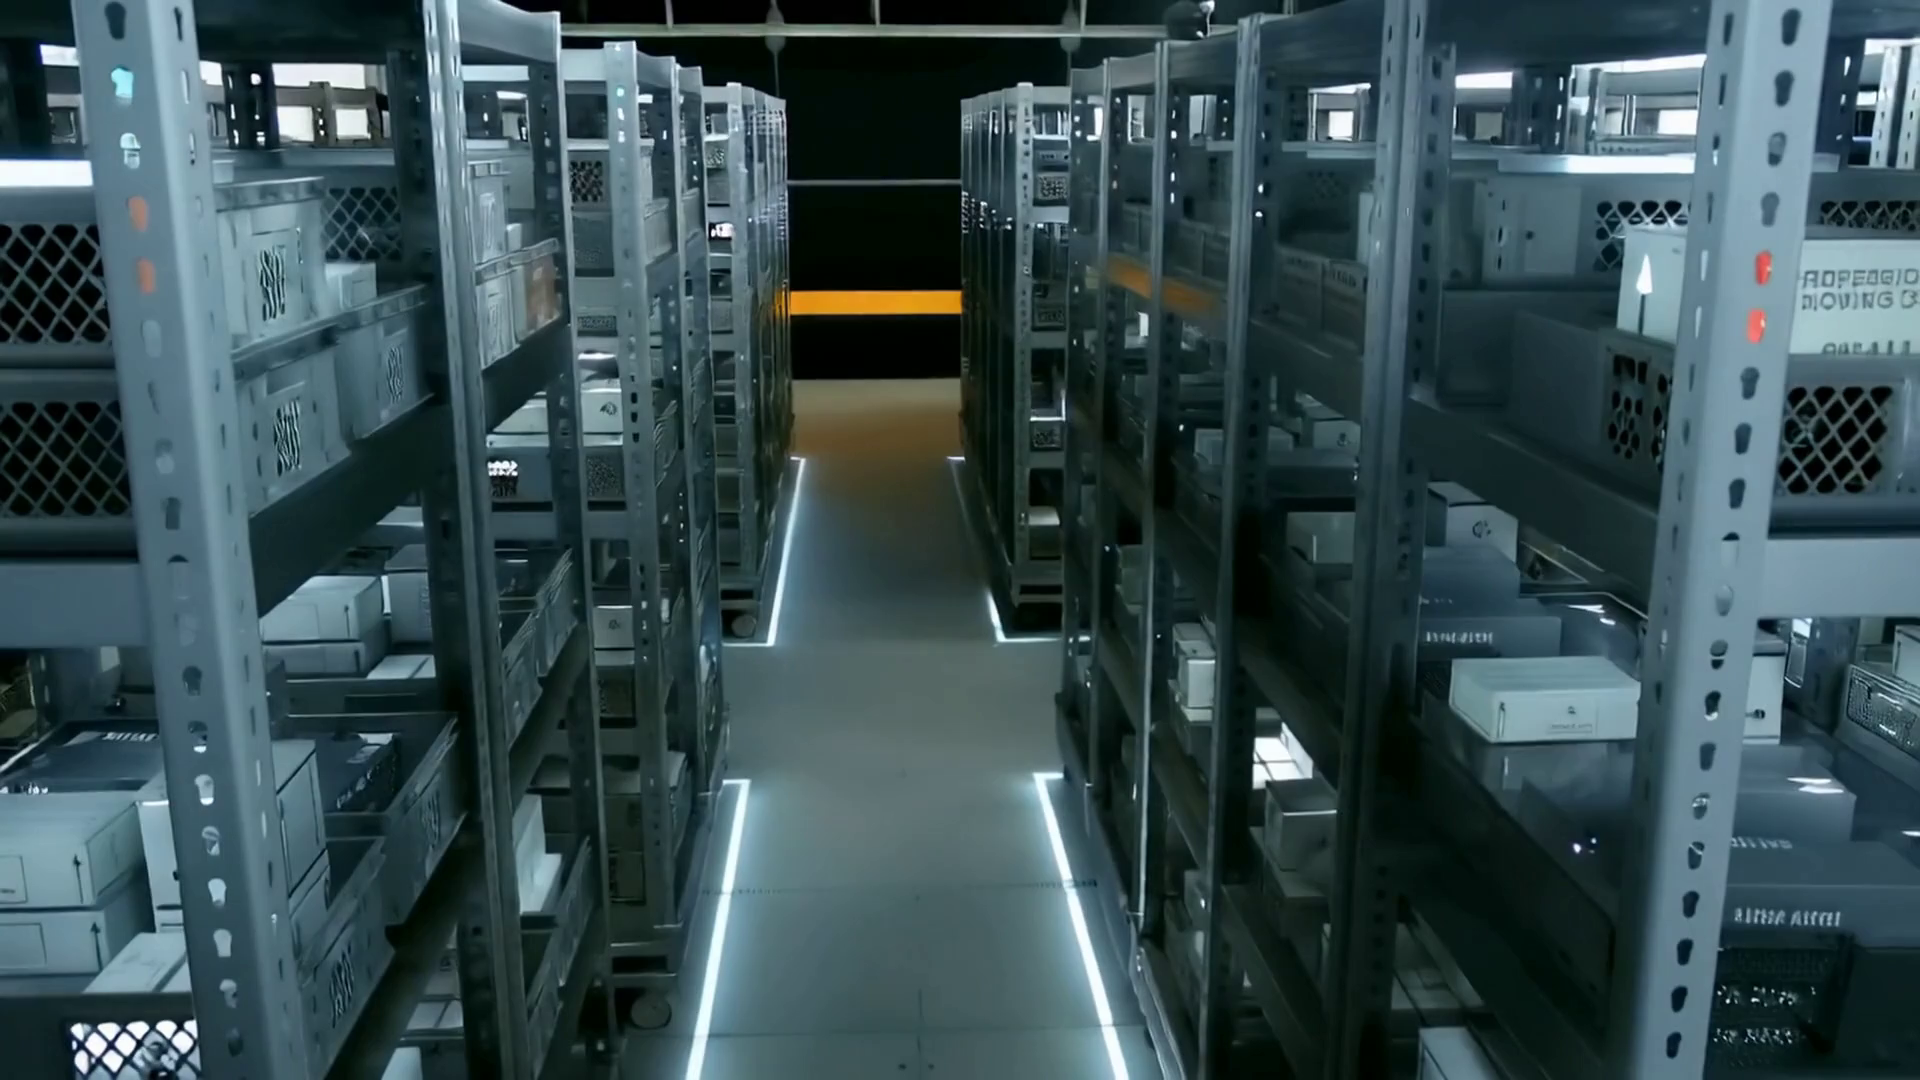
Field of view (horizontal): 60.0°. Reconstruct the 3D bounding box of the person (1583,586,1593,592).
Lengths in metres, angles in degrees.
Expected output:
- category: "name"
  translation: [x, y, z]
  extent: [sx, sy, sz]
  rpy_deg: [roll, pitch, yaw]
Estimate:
- category: "person"
  translation: [4.527, -0.409, 11.622]
  extent: [0.403, 1.834, 0.588]
  rpy_deg: [-2, 14, -7]
